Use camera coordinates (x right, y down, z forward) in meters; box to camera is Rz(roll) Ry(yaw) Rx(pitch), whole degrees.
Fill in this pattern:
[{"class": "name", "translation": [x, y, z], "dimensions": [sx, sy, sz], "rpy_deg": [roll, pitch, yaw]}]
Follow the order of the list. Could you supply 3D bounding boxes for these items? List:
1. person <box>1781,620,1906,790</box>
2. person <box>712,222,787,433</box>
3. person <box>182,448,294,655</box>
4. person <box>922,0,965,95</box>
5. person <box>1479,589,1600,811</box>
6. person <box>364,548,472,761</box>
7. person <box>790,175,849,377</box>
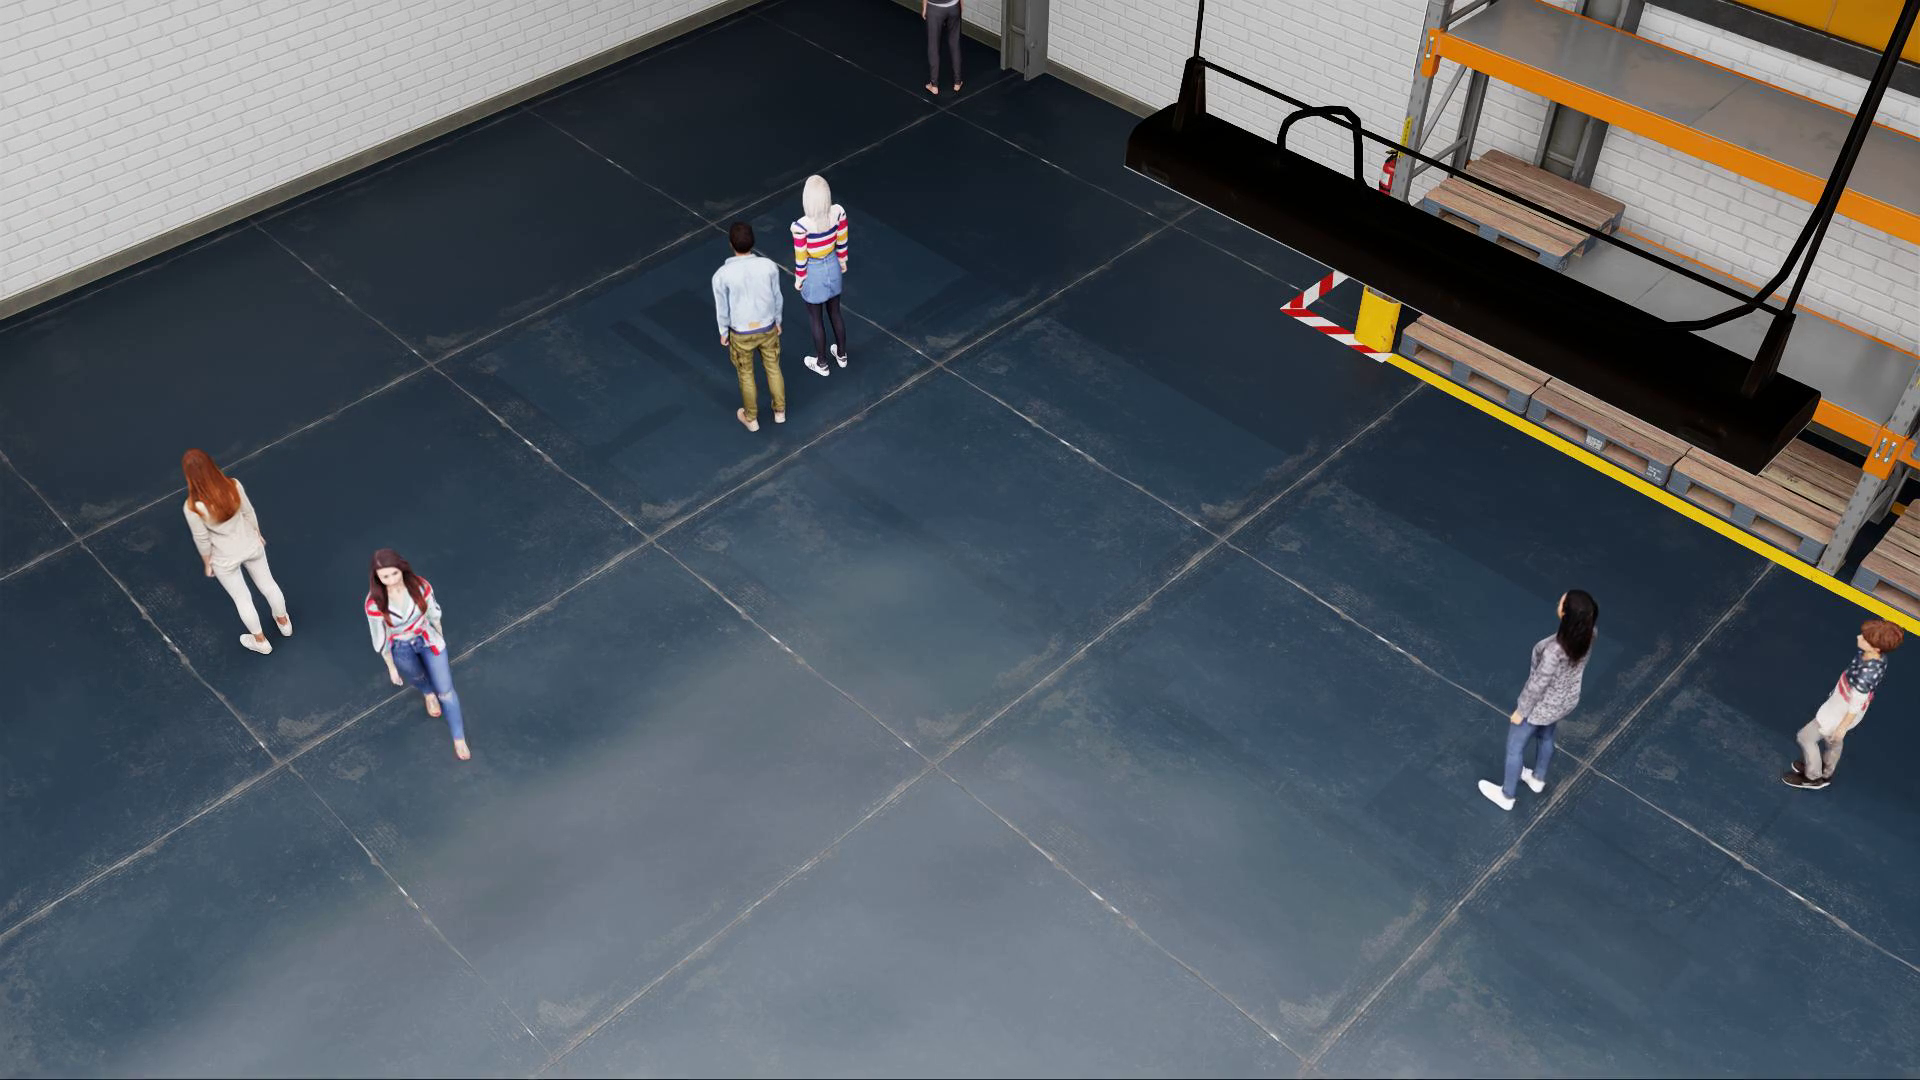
[{"class": "person", "translation": [5.500, 1.045, 10.194], "dimensions": [0.537, 1.429, 0.546], "rpy_deg": [30, 51, 27]}, {"class": "person", "translation": [-1.590, -1.625, 12.719], "dimensions": [0.746, 1.811, 0.706], "rpy_deg": [-16, 46, -16]}, {"class": "person", "translation": [-4.794, 0.071, 11.010], "dimensions": [0.570, 1.713, 0.605], "rpy_deg": [30, 51, 28]}, {"class": "person", "translation": [-0.163, -5.312, 16.624], "dimensions": [0.669, 1.763, 0.678], "rpy_deg": [-10, 44, -10]}, {"class": "person", "translation": [3.563, 0.970, 10.057], "dimensions": [0.659, 1.727, 0.590], "rpy_deg": [-25, 49, -24]}, {"class": "person", "translation": [-3.490, 0.614, 10.543], "dimensions": [0.822, 1.573, 1.095], "rpy_deg": [-18, 47, -18]}, {"class": "person", "translation": [-1.101, -2.112, 13.233], "dimensions": [0.680, 1.809, 0.554], "rpy_deg": [-28, 50, -26]}]
